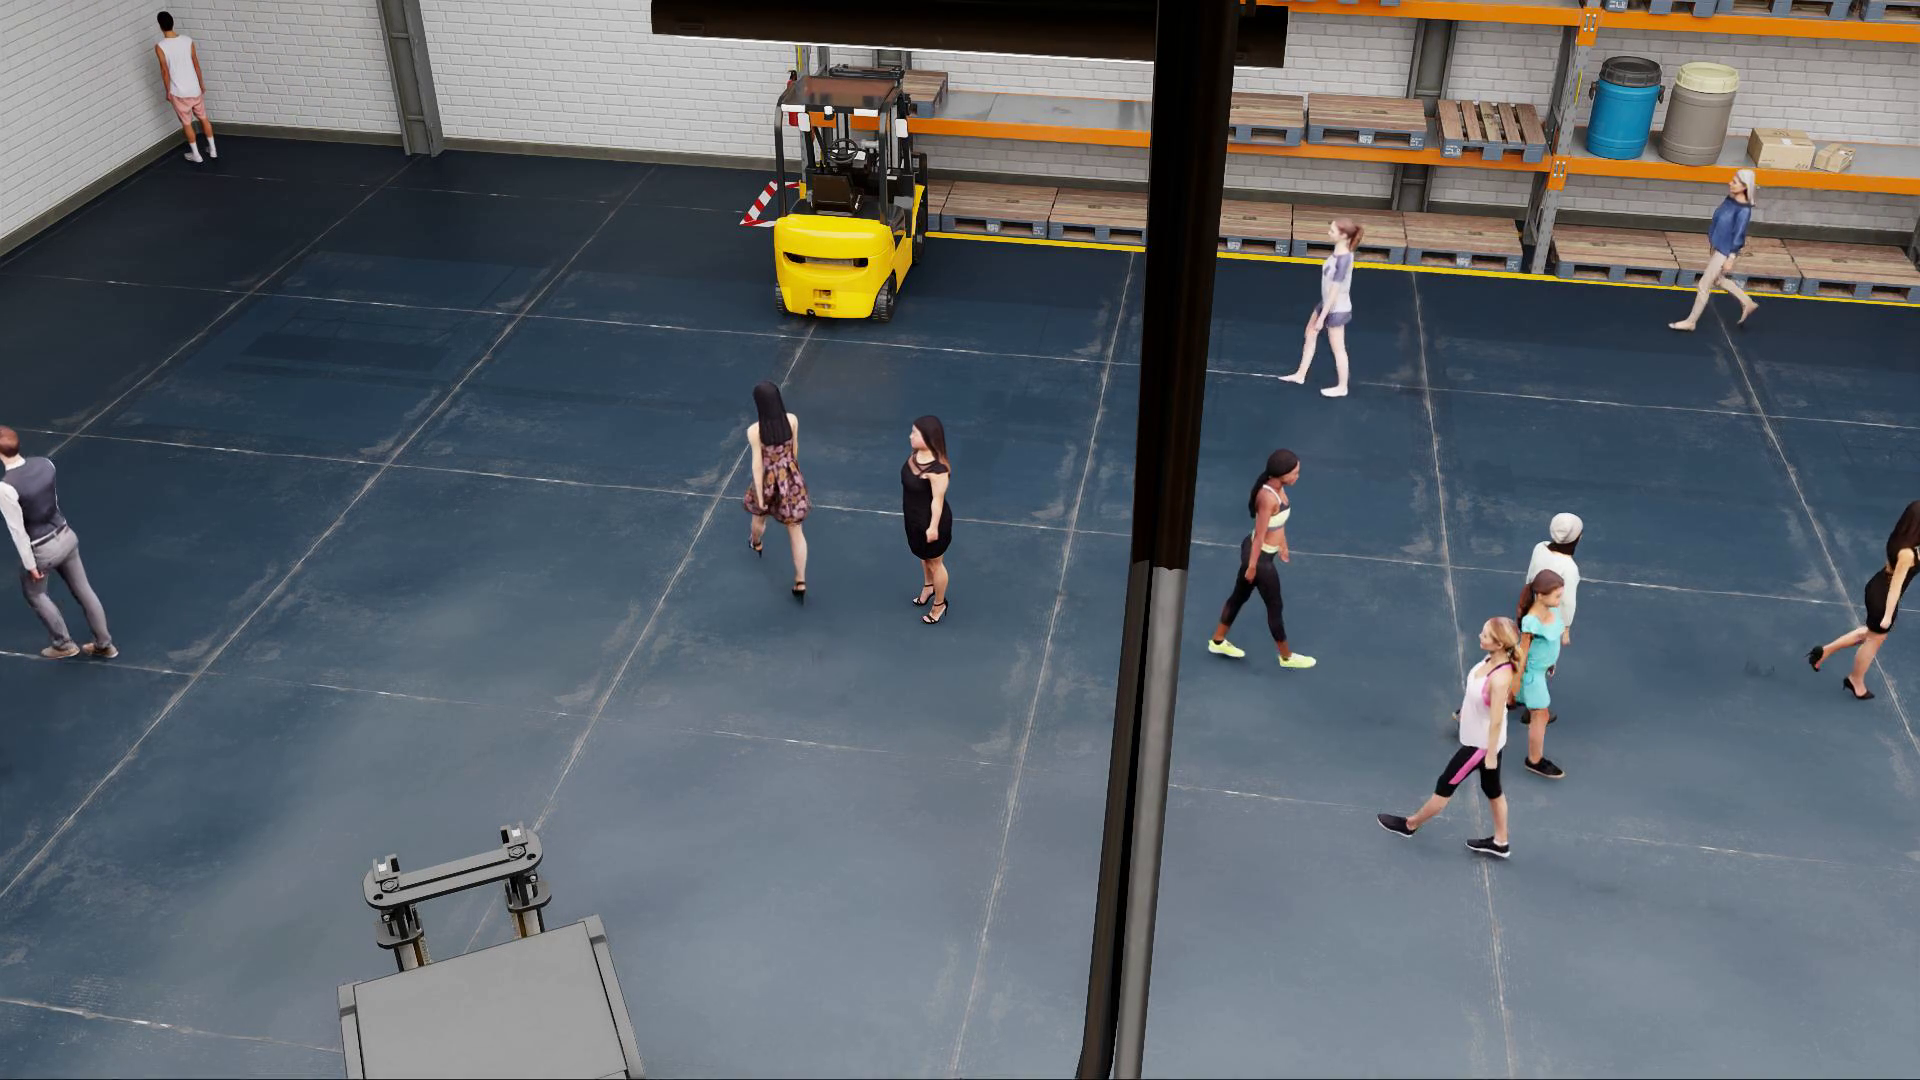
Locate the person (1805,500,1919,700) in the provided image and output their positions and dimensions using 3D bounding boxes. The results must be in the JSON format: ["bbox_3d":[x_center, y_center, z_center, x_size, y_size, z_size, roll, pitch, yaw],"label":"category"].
[{"bbox_3d":[6.234,0.406,11.405,0.777,1.635,0.633,10,35,15],"label":"person"}]

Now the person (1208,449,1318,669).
[{"bbox_3d":[2.018,0.121,11.758,1.025,1.719,0.650,10,35,15],"label":"person"}]

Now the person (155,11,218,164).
[{"bbox_3d":[-9.385,-5.479,20.120,0.748,1.787,0.727,27,42,34],"label":"person"}]

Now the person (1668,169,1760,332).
[{"bbox_3d":[7.511,-2.783,16.168,1.065,1.673,0.647,3,34,5],"label":"person"}]

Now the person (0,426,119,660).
[{"bbox_3d":[-6.319,0.062,11.663,0.803,1.922,0.736,13,36,18],"label":"person"}]

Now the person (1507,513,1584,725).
[{"bbox_3d":[3.963,0.516,11.232,0.657,1.643,0.644,-12,35,-17],"label":"person"}]

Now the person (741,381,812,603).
[{"bbox_3d":[-1.311,-0.325,12.421,1.142,1.726,1.129,-16,37,-22],"label":"person"}]

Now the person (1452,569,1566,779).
[{"bbox_3d":[3.662,0.816,10.879,1.104,1.533,0.830,19,38,26],"label":"person"}]

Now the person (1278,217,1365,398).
[{"bbox_3d":[3.477,-2.083,15.048,0.849,1.746,0.604,5,34,8],"label":"person"}]

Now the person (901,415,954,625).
[{"bbox_3d":[-0.221,-0.161,12.181,0.745,1.721,0.745,-8,35,-12],"label":"person"}]

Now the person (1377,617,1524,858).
[{"bbox_3d":[3.259,1.237,10.051,1.099,1.750,0.753,10,35,15],"label":"person"}]
